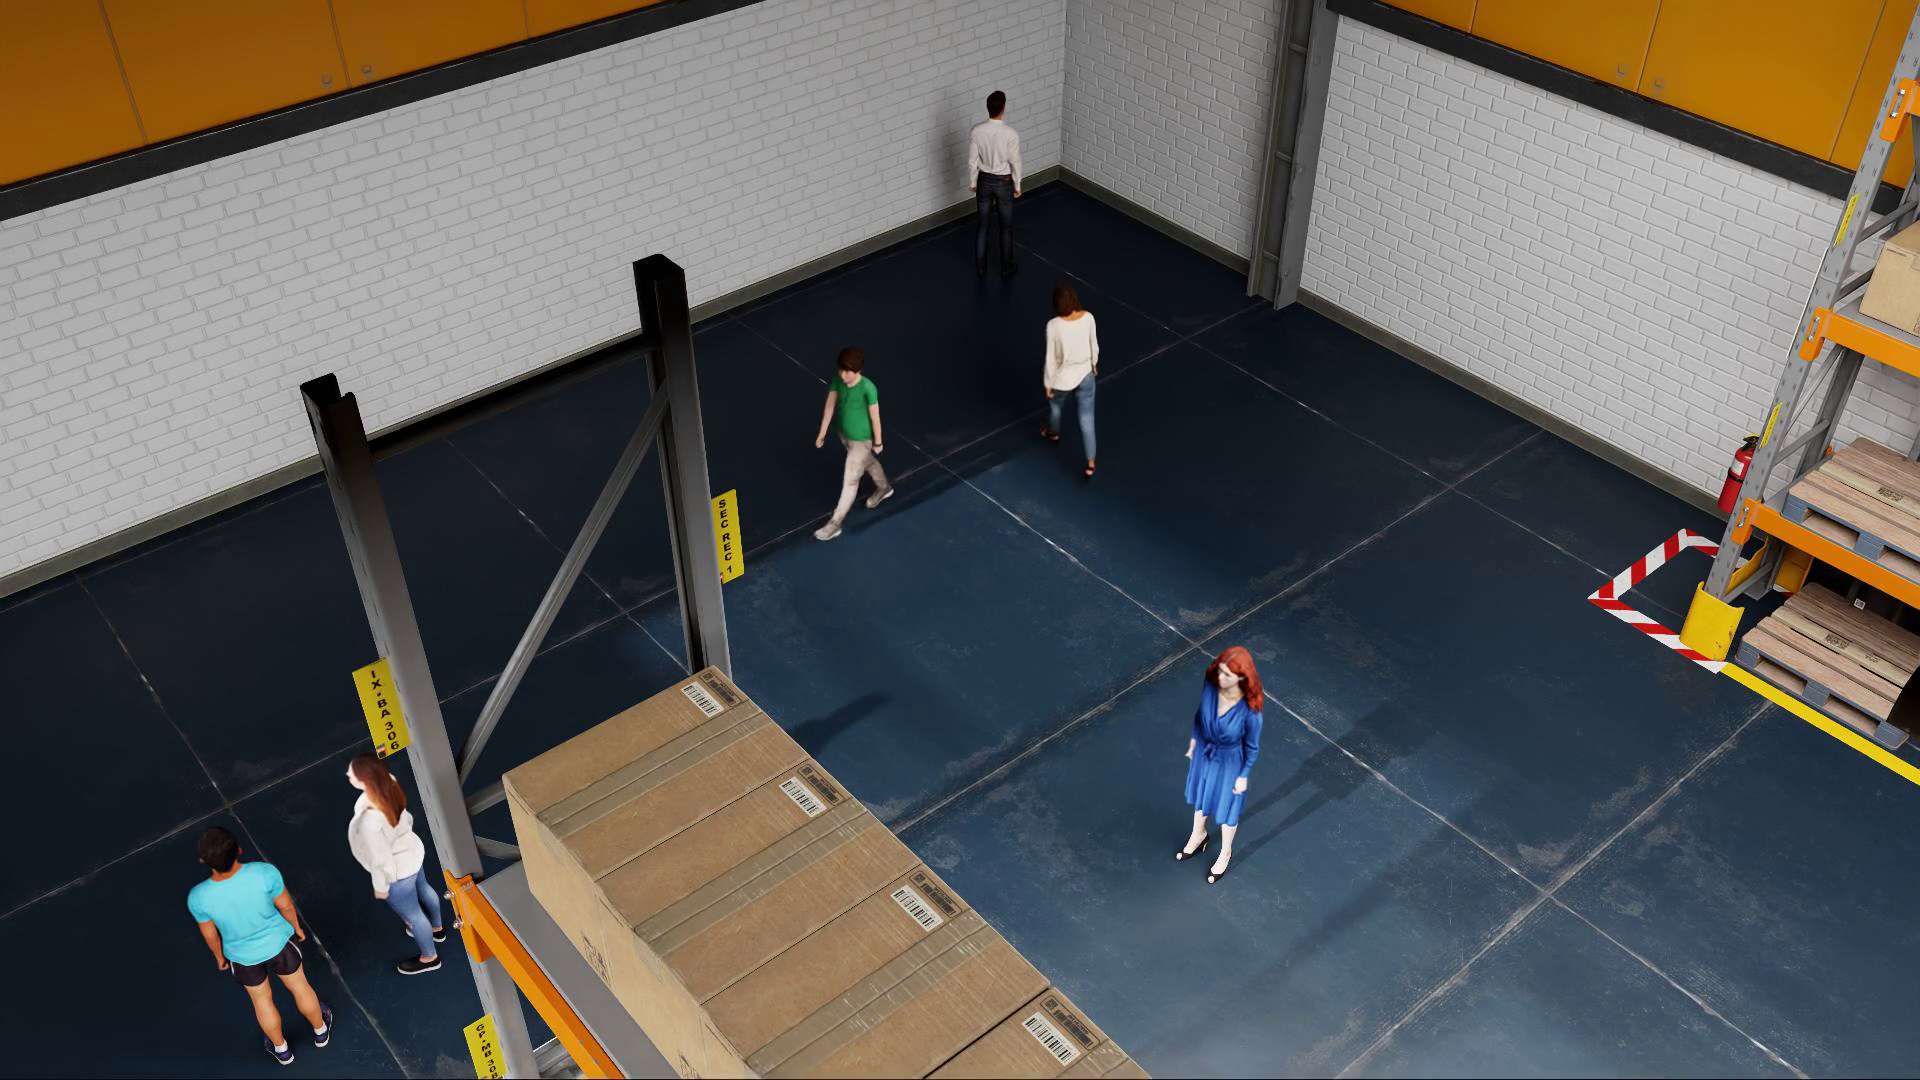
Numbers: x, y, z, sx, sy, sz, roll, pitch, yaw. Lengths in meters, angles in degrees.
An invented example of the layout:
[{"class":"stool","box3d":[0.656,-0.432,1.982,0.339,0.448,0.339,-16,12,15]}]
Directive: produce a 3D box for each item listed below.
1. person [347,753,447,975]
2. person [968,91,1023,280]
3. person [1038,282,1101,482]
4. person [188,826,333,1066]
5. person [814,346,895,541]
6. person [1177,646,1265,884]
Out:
[{"class":"person","box3d":[-3.196,1.821,9.448,0.765,1.691,0.689,0,39,0]},{"class":"person","box3d":[0.334,-3.367,15.800,0.689,1.871,0.797,9,39,11]},{"class":"person","box3d":[0.916,-1.238,13.335,0.942,1.622,1.203,-10,40,-12]},{"class":"person","box3d":[-3.757,2.179,8.932,0.646,1.777,0.575,-20,43,-23]},{"class":"person","box3d":[-0.741,-0.837,12.851,1.093,1.599,0.736,31,48,33]},{"class":"person","box3d":[1.568,1.334,9.947,0.660,1.829,0.491,-28,47,-31]}]
